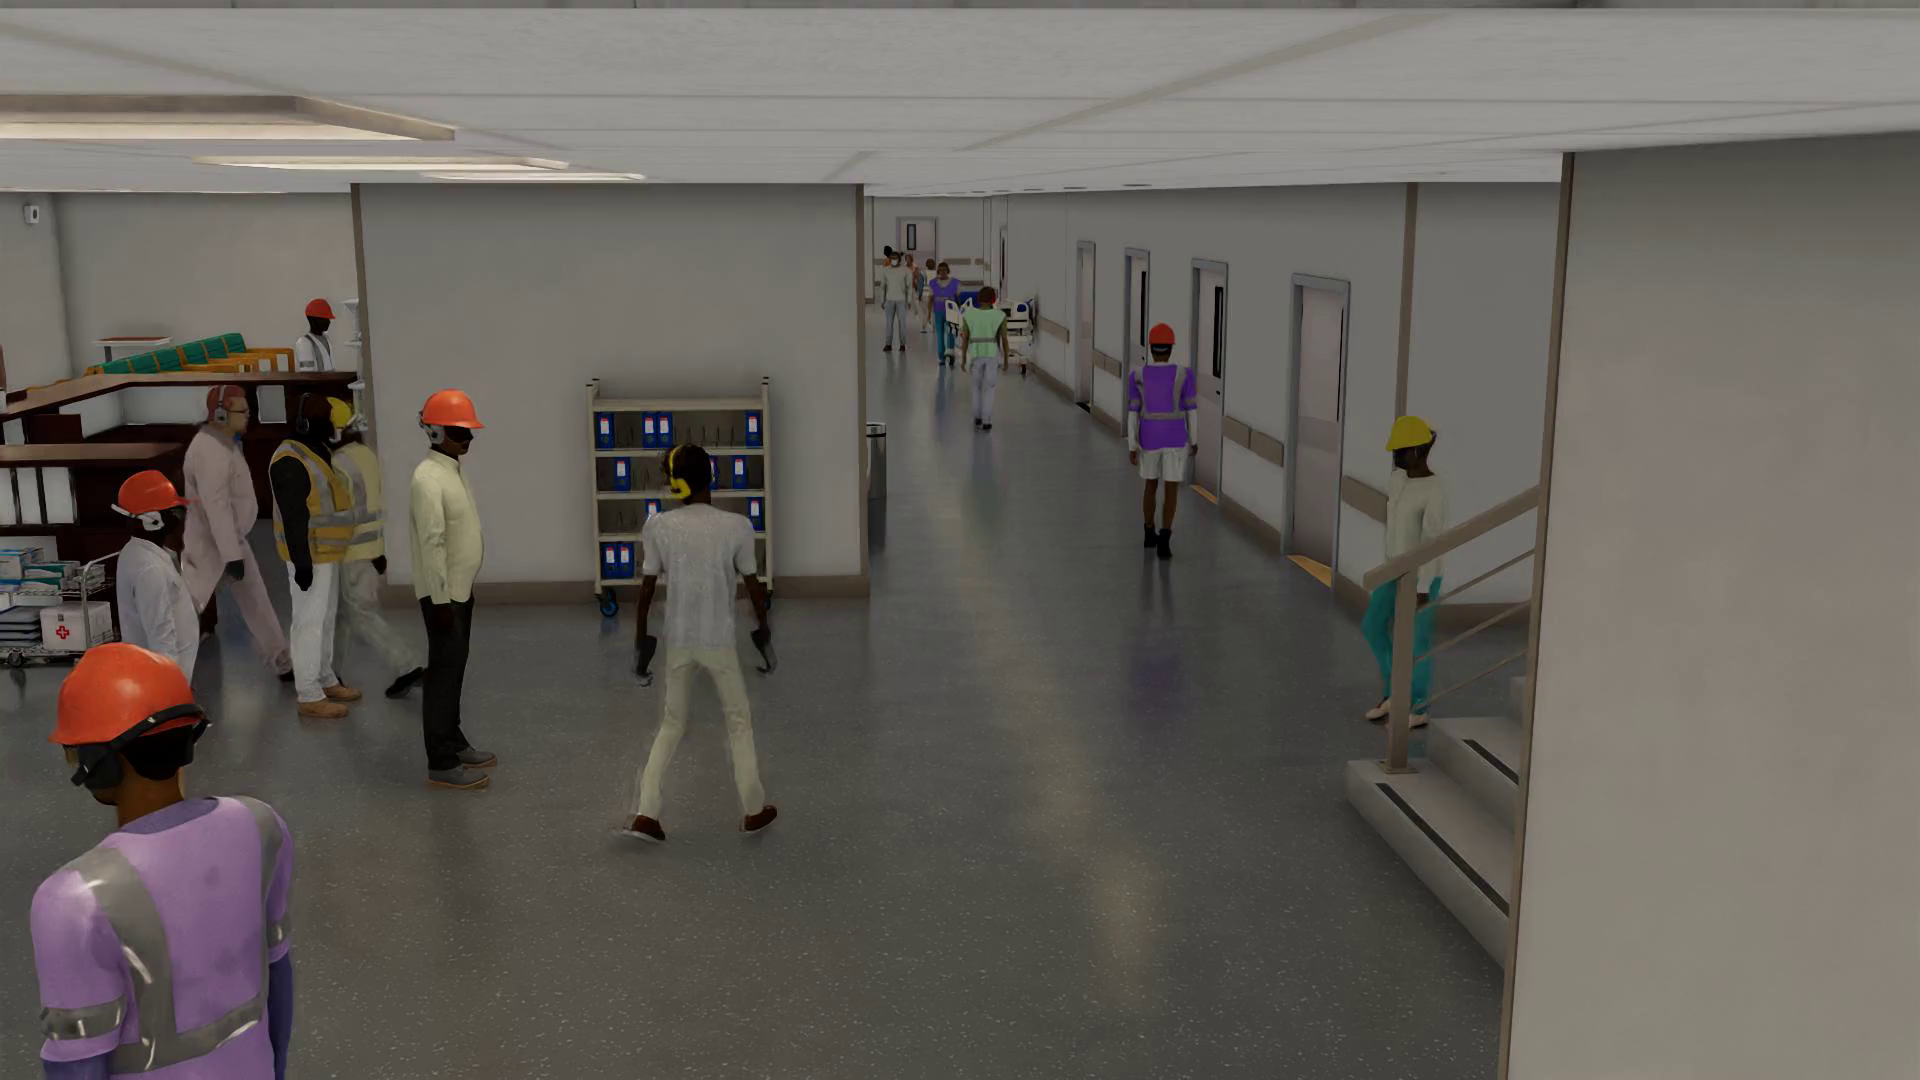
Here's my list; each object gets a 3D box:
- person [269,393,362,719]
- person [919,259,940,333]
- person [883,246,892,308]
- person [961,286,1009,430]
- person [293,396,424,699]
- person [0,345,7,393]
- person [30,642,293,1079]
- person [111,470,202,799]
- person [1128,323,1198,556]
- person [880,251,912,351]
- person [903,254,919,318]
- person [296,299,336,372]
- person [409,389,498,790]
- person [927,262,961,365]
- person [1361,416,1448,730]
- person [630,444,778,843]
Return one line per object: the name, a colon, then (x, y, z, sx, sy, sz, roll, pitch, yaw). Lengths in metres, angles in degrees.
person: (-3.650, 0.080, 9.462, 0.429, 1.841, 0.634, -1, 12, -4)
person: (-0.657, -5.374, 36.638, 0.532, 1.631, 0.328, -4, 12, -21)
person: (-1.919, -7.007, 44.444, 0.315, 1.696, 0.541, -1, 12, -6)
person: (0.341, -2.350, 21.394, 0.594, 1.813, 0.752, 2, 12, 9)
person: (-3.529, 0.054, 9.732, 0.844, 1.798, 0.598, 0, 12, -2)
person: (-10.719, -1.642, 18.195, 0.530, 1.703, 0.926, -5, 13, -23)
person: (-1.650, 1.210, 3.489, 0.417, 2.031, 0.610, 4, 12, 19)
person: (-3.488, 0.563, 7.305, 0.321, 1.755, 0.566, -7, 14, -32)
person: (1.661, -0.827, 13.722, 0.557, 1.910, 0.755, 4, 12, 17)
person: (-1.235, -4.634, 32.258, 0.629, 1.939, 0.372, 2, 12, 9)
person: (-1.242, -6.266, 41.099, 0.521, 1.584, 0.886, 4, 12, 20)
person: (-6.400, -1.450, 16.710, 0.377, 1.932, 0.552, 1, 12, 3)
person: (-2.533, 0.239, 8.312, 0.396, 1.990, 0.621, -1, 12, -6)
person: (-0.277, -4.007, 29.460, 0.593, 1.825, 0.443, 2, 12, 10)
person: (2.432, 0.192, 9.128, 0.422, 1.747, 0.558, -4, 12, -18)
person: (-1.157, 0.482, 7.513, 0.648, 1.844, 0.612, 1, 12, 5)
